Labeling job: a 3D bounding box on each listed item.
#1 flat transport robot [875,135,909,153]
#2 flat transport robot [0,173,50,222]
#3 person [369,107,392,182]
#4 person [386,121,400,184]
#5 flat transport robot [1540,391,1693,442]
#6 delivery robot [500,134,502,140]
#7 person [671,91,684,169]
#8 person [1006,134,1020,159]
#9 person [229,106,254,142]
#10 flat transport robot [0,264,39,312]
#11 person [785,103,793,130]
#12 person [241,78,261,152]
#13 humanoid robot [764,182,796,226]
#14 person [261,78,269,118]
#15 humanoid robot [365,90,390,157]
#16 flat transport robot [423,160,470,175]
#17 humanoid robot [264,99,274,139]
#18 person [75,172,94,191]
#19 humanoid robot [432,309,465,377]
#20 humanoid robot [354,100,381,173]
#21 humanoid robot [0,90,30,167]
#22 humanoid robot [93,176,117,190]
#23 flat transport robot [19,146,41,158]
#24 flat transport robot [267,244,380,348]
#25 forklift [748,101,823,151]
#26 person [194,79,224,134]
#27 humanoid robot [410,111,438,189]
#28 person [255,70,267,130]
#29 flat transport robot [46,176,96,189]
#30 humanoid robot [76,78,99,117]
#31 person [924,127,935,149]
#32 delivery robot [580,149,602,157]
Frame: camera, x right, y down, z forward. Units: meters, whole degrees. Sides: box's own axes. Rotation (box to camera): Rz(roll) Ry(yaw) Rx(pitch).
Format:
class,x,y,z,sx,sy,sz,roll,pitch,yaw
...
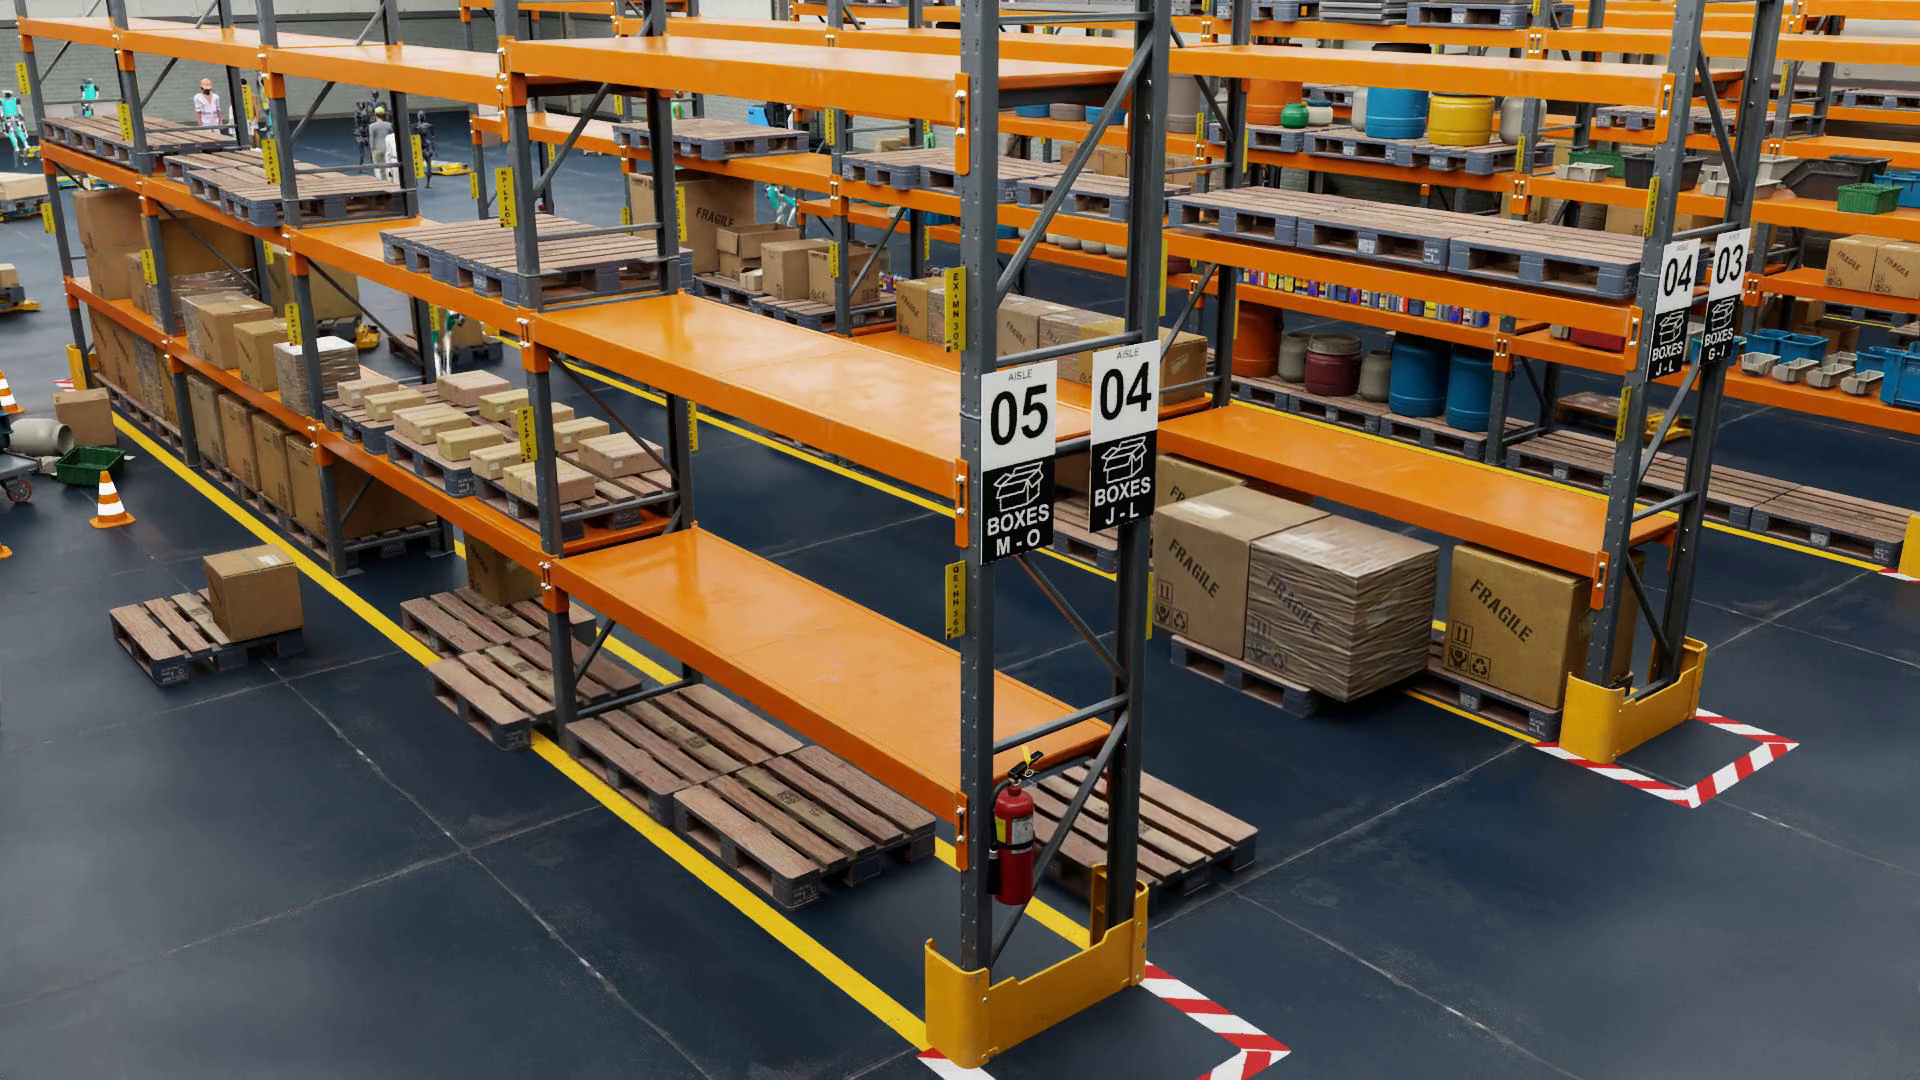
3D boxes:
class,x,y,z,sx,sy,sz,roll,pitch,yaw
flat transport robot,-1.375,-8.189,37.242,0.659,0.231,1.431,-8,21,-22
flat transport robot,-18.159,-6.255,31.738,0.659,0.231,1.431,7,20,18
person,-12.318,-8.321,35.410,0.531,1.737,0.545,-15,25,-37
person,-10.555,-7.023,31.485,0.571,1.887,0.356,-1,19,-2
flat transport robot,6.972,-1.313,17.673,0.659,0.231,1.431,-13,23,-33
delivery robot,-12.434,-11.213,45.392,0.499,0.579,0.753,-12,23,-31
person,-6.465,-9.406,38.132,0.391,1.977,0.485,-5,20,-14
person,1.152,-7.172,32.161,0.544,1.715,0.907,-12,23,-32
person,-16.257,-9.185,37.658,0.545,1.892,0.417,-18,26,-41
flat transport robot,-13.728,-3.241,23.159,0.659,0.231,1.431,16,25,38
person,-3.620,-8.733,36.363,0.381,1.890,0.557,-5,20,-15
person,-18.063,-10.777,42.238,0.796,1.842,0.418,7,21,20
humanoid robot,-3.162,-6.182,29.339,0.846,1.792,0.545,-17,26,-40
person,-18.561,-11.568,44.702,0.318,1.696,0.533,-11,22,-28
humanoid robot,-14.427,-10.298,41.177,0.616,1.646,0.689,-3,20,-9
flat transport robot,-12.058,-8.579,38.352,1.431,0.231,0.659,11,22,28
humanoid robot,-15.659,-9.127,37.735,0.931,1.787,0.545,12,23,31
person,-15.848,-6.520,30.048,0.401,1.893,0.523,-10,22,-26
humanoid robot,-6.026,-2.627,19.250,0.539,1.800,0.809,-10,22,-27
humanoid robot,-13.673,-9.253,38.152,0.468,1.642,0.610,3,20,8
humanoid robot,-22.296,-9.702,39.324,0.686,1.792,0.535,16,25,38
humanoid robot,-12.192,-4.436,24.402,0.802,1.797,0.530,2,19,6
flat transport robot,-22.763,-9.746,41.674,1.431,0.231,0.659,-10,22,-27
flat transport robot,-8.197,-2.579,21.275,1.431,0.231,0.659,-5,20,-14
forklift,-4.526,-11.368,42.374,1.129,2.768,1.873,-15,24,-37
person,-17.771,-9.896,39.445,0.388,2.033,0.604,16,25,38
humanoid robot,-11.521,-8.352,35.595,0.611,1.645,0.481,-14,24,-35
person,-19.962,-12.713,47.693,0.400,1.879,0.499,-2,19,-6
flat transport robot,-19.434,-7.739,35.962,0.659,0.231,1.431,10,22,27
humanoid robot,-22.770,-11.142,43.402,0.540,1.731,0.921,4,20,12
person,-0.662,-7.524,33.148,0.477,1.733,0.316,15,24,37
delivery robot,-9.148,-9.916,41.735,0.499,0.601,0.783,7,21,20
